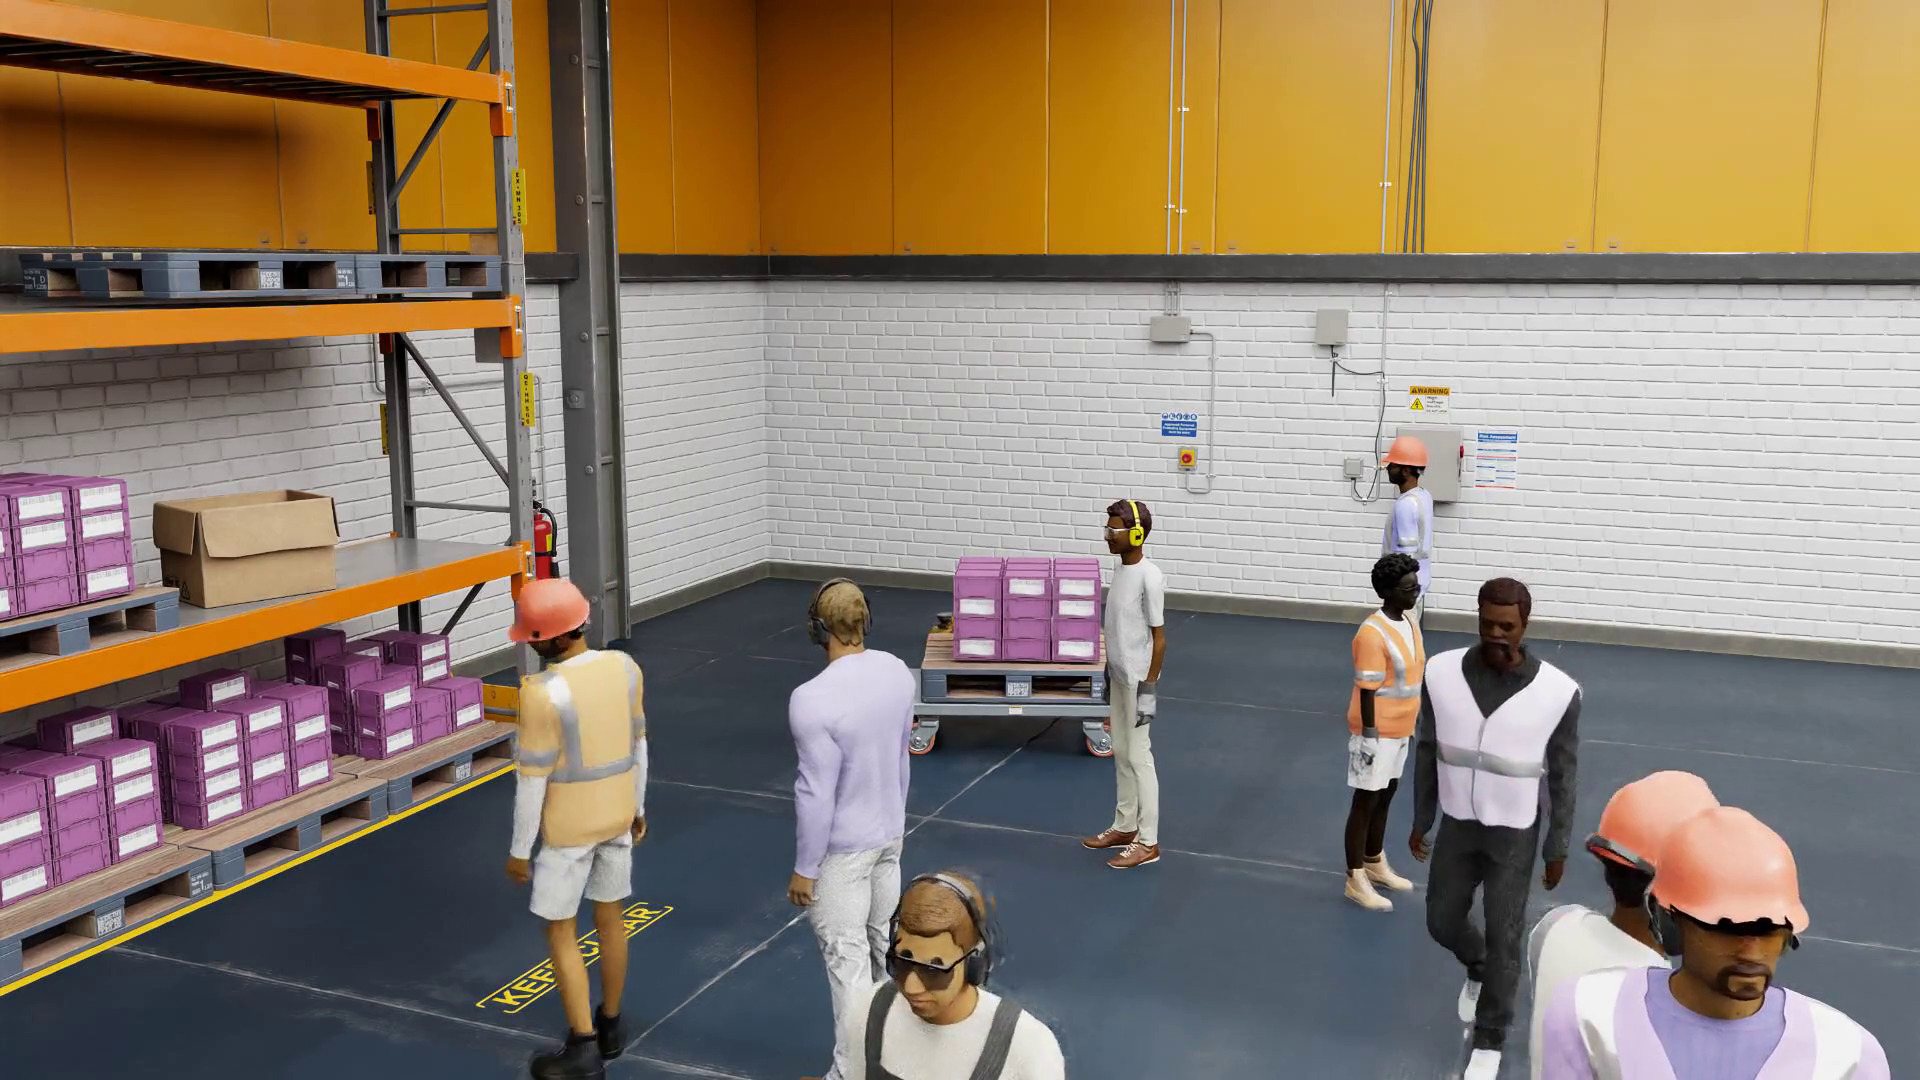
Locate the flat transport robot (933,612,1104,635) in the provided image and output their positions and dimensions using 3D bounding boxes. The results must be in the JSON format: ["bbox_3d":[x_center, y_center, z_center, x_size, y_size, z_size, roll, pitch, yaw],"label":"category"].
[{"bbox_3d":[0.489,0.741,13.145,0.652,0.197,1.431,-8,12,-40],"label":"flat transport robot"}]

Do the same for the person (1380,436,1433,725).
[{"bbox_3d":[2.876,0.292,10.814,0.347,1.943,0.544,4,10,24],"label":"person"}]

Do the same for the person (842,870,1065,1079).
[{"bbox_3d":[-0.014,1.548,3.549,0.536,1.827,0.455,6,11,32],"label":"person"}]

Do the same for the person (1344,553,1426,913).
[{"bbox_3d":[2.023,0.894,7.905,0.321,1.695,0.537,7,12,36],"label":"person"}]

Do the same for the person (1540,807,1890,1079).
[{"bbox_3d":[1.398,1.498,3.188,0.608,2.048,0.366,4,10,20],"label":"person"}]

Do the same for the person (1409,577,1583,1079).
[{"bbox_3d":[2.015,1.059,6.262,0.606,1.908,0.526,7,11,35],"label":"person"}]

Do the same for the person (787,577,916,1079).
[{"bbox_3d":[-0.394,1.092,5.982,0.375,1.936,0.628,6,11,32],"label":"person"}]

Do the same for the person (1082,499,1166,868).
[{"bbox_3d":[0.848,0.720,8.437,0.317,1.870,0.531,-3,10,-19],"label":"person"}]

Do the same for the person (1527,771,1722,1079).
[{"bbox_3d":[1.315,1.466,3.549,1.005,2.006,0.608,-2,10,-13],"label":"person"}]

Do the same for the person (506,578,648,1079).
[{"bbox_3d":[-1.391,1.073,6.222,0.413,1.899,0.598,7,12,38],"label":"person"}]
